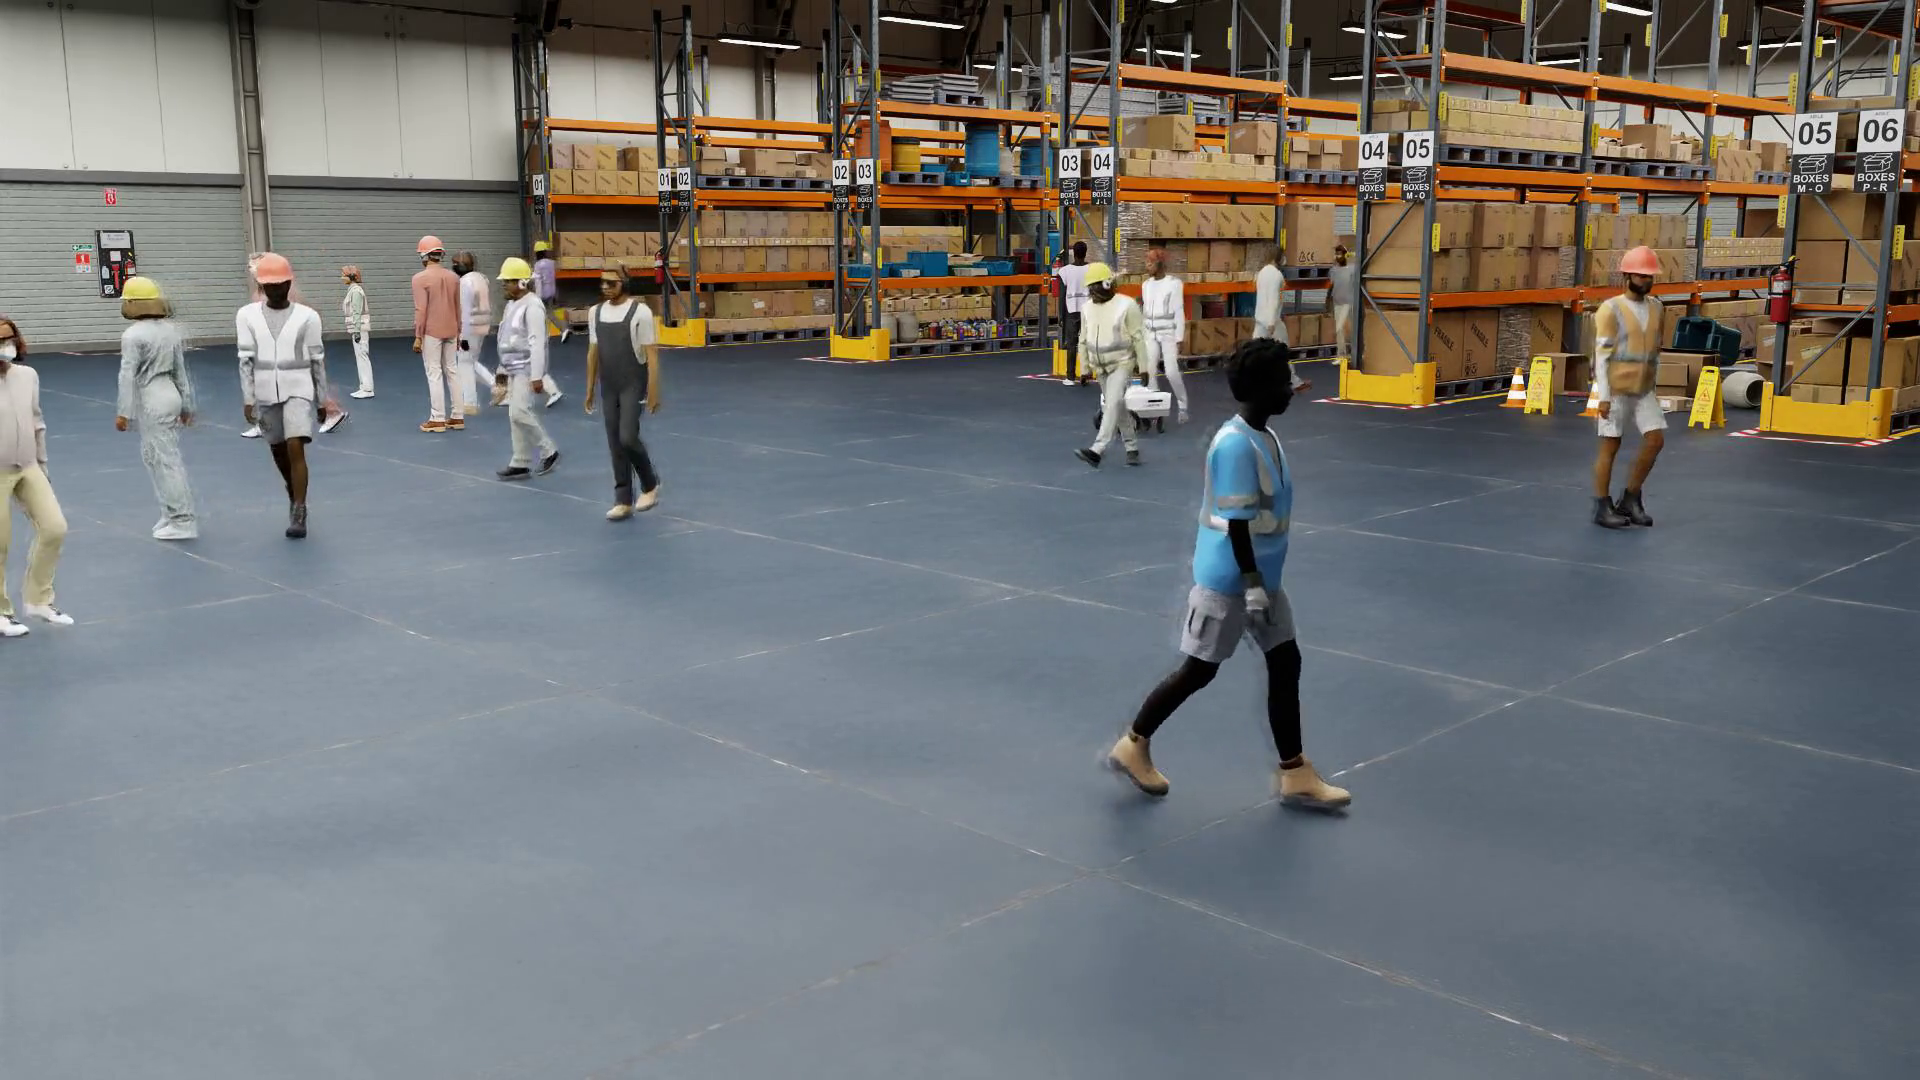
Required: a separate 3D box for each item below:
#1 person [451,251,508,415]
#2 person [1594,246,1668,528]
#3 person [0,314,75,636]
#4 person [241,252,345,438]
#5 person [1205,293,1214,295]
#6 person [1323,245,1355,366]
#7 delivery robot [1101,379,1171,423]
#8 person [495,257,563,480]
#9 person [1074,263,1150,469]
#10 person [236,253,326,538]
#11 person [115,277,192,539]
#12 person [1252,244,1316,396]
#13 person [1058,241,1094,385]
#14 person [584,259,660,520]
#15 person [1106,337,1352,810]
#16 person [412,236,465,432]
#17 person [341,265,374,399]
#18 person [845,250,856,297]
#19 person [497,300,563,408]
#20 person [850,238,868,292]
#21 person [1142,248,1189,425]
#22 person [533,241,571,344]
[{"bbox_3d":[-5.456,-2.316,18.640,0.516,1.827,0.638,1,10,6],"label":"person"},{"bbox_3d":[4.583,-1.025,11.334,0.581,1.917,0.554,-4,11,-19],"label":"person"},{"bbox_3d":[-4.718,-0.316,8.310,0.500,1.615,0.521,4,11,20],"label":"person"},{"bbox_3d":[-6.764,-1.979,16.771,0.674,1.853,0.958,10,14,42],"label":"person"},{"bbox_3d":[6.010,-6.128,39.998,0.521,1.617,0.375,9,14,41],"label":"person"},{"bbox_3d":[5.818,-3.598,25.602,0.768,1.838,0.560,-9,14,-40],"label":"person"},{"bbox_3d":[1.799,-1.396,16.958,0.707,0.478,0.477,-5,12,-27],"label":"delivery robot"},{"bbox_3d":[-3.610,-1.403,13.676,0.442,1.821,0.619,-6,12,-29],"label":"person"},{"bbox_3d":[1.291,-1.504,14.385,0.651,1.761,0.958,9,14,41],"label":"person"},{"bbox_3d":[-4.616,-1.013,11.385,0.533,1.892,0.992,-2,11,-10],"label":"person"},{"bbox_3d":[-5.351,-0.865,10.991,0.527,1.726,0.489,1,10,6],"label":"person"},{"bbox_3d":[3.931,-2.734,20.773,1.039,1.884,0.654,-2,11,-10],"label":"person"},{"bbox_3d":[1.608,-3.043,22.355,0.591,1.919,0.390,-1,10,-6],"label":"person"},{"bbox_3d":[-2.400,-1.057,11.765,0.524,1.834,0.400,5,12,26],"label":"person"},{"bbox_3d":[0.931,0.114,5.834,0.837,1.663,0.534,6,12,28],"label":"person"},{"bbox_3d":[-5.390,-2.122,17.126,0.396,1.992,0.623,6,12,29],"label":"person"},{"bbox_3d":[-7.461,-2.575,20.598,0.318,1.630,0.513,-5,11,-24],"label":"person"},{"bbox_3d":[-2.329,-5.325,35.451,0.673,1.673,0.540,-8,13,-38],"label":"person"},{"bbox_3d":[-5.059,-2.354,19.477,0.817,1.607,0.517,0,10,0],"label":"person"},{"bbox_3d":[-2.164,-5.625,36.309,0.506,1.967,0.620,-5,12,-27],"label":"person"},{"bbox_3d":[2.183,-2.160,17.704,0.640,1.867,0.626,-9,14,-39],"label":"person"},{"bbox_3d":[-7.512,-4.487,30.287,0.728,1.906,0.588,4,11,21],"label":"person"}]
